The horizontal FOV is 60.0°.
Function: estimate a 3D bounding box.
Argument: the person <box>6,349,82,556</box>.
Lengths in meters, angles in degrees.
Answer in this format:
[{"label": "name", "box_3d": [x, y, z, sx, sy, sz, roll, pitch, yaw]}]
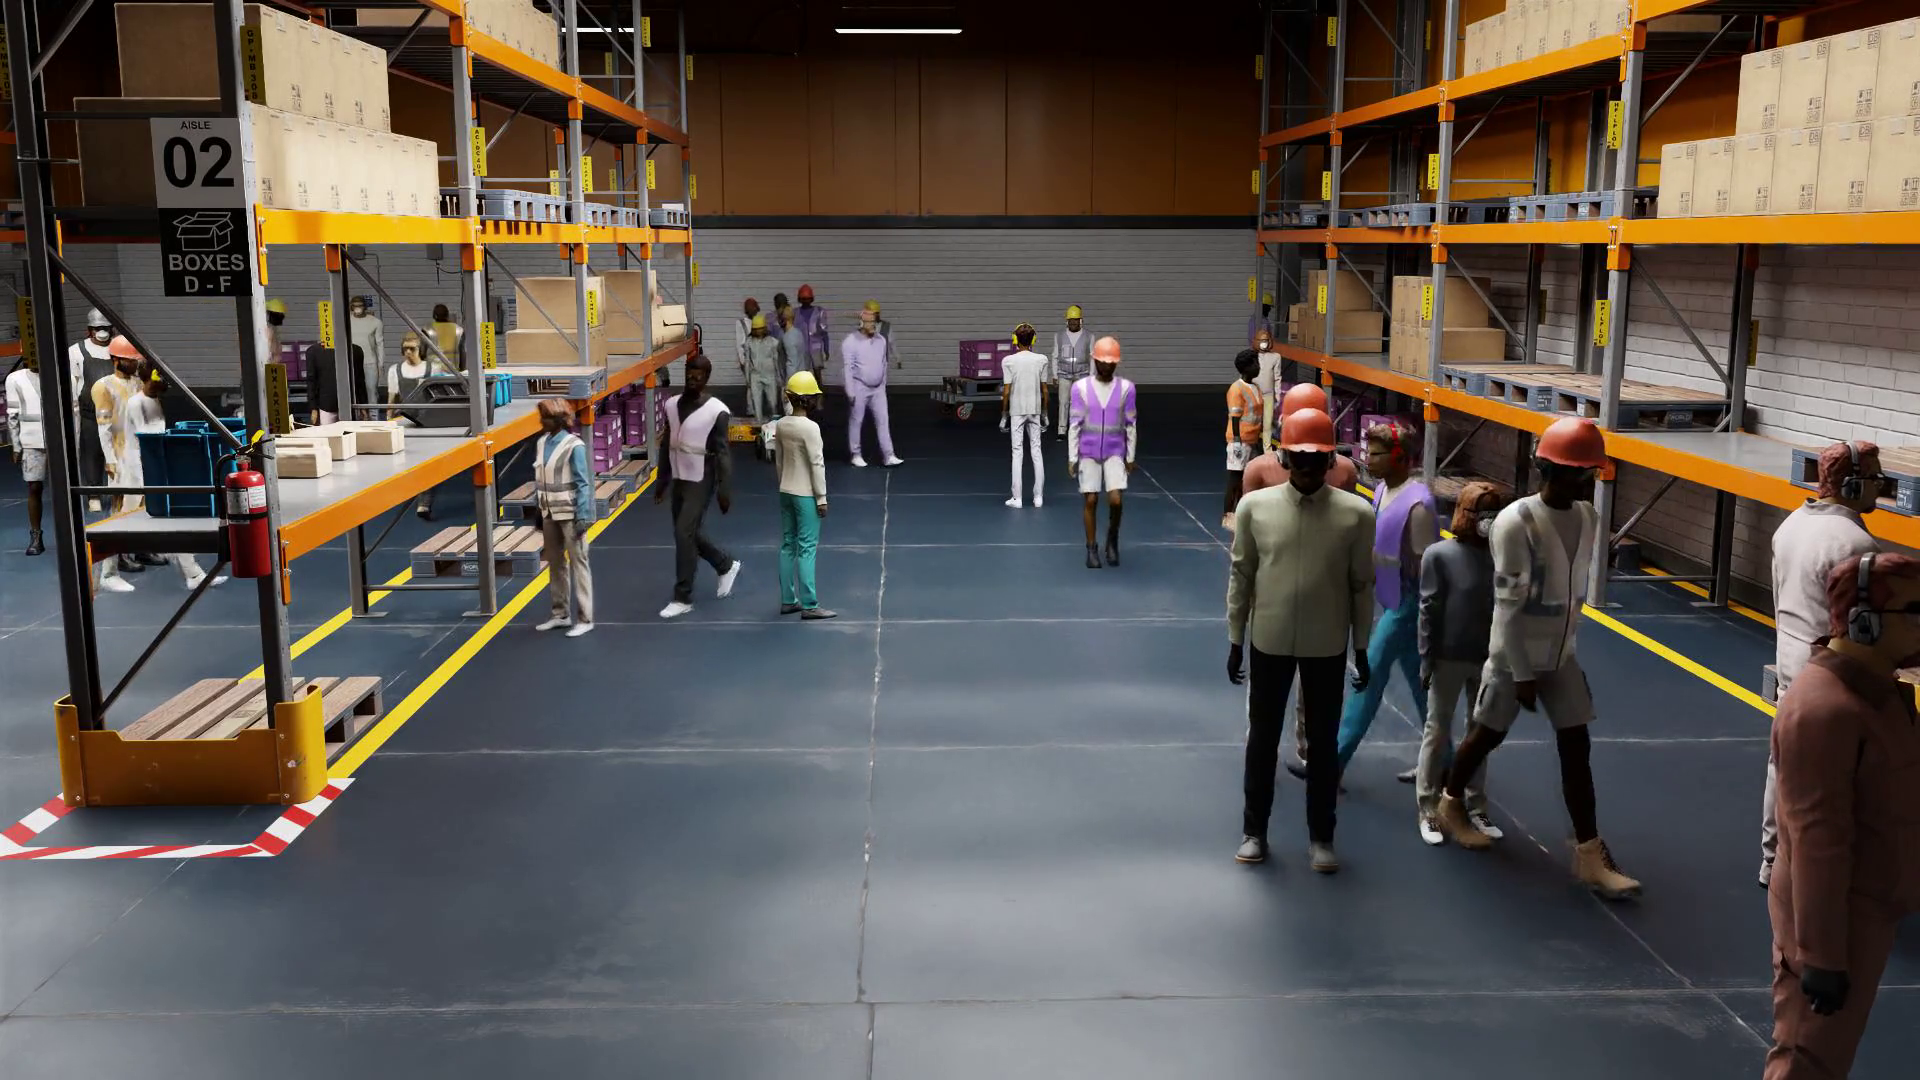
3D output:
[{"label": "person", "box_3d": [-7.845, -0.835, 14.283, 0.547, 1.937, 0.379, -4, 11, -23]}]

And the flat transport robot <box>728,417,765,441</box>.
[{"label": "flat transport robot", "box_3d": [-2.957, -1.534, 22.821, 0.652, 0.197, 1.431, 0, 10, -3]}]

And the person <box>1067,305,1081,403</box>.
[{"label": "person", "box_3d": [1.884, -3.099, 27.772, 0.275, 1.629, 0.504, 2, 10, 10]}]

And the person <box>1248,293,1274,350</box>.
[{"label": "person", "box_3d": [4.490, -2.717, 24.828, 0.378, 1.918, 0.585, -3, 10, -14]}]

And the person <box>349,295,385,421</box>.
[{"label": "person", "box_3d": [-8.430, -2.481, 23.452, 0.635, 1.937, 0.352, -3, 11, -17]}]

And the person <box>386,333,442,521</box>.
[{"label": "person", "box_3d": [-5.265, -1.085, 16.060, 0.544, 1.798, 0.942, -1, 10, -5]}]

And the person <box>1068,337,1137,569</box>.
[{"label": "person", "box_3d": [1.165, -0.705, 13.615, 0.560, 1.915, 0.453, 0, 10, 2]}]

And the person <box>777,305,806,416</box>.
[{"label": "person", "box_3d": [-2.008, -1.820, 19.778, 0.375, 1.936, 0.628, 0, 10, 1]}]

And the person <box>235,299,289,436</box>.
[{"label": "person", "box_3d": [-9.618, -2.368, 22.964, 0.757, 1.894, 0.615, -4, 11, -21]}]

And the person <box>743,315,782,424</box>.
[{"label": "person", "box_3d": [-2.677, -2.213, 22.616, 0.511, 1.705, 0.662, -1, 10, -3]}]

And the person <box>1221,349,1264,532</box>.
[{"label": "person", "box_3d": [2.651, -0.920, 15.470, 0.386, 1.695, 0.569, 6, 12, 31]}]

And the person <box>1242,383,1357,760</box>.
[{"label": "person", "box_3d": [1.689, 0.211, 8.300, 0.623, 1.992, 0.396, -2, 10, -11]}]

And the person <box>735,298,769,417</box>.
[{"label": "person", "box_3d": [-3.074, -2.673, 24.780, 0.509, 1.861, 0.583, 10, 14, 43]}]

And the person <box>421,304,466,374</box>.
[{"label": "person", "box_3d": [-7.388, -2.448, 23.673, 0.622, 1.790, 0.960, -8, 13, -37]}]

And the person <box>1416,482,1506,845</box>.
[{"label": "person", "box_3d": [2.278, 0.546, 7.434, 0.499, 1.634, 0.279, -2, 10, -11]}]

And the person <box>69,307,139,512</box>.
[{"label": "person", "box_3d": [-8.518, -1.309, 16.640, 0.683, 2.000, 0.537, -8, 13, -39]}]

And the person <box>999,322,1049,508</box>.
[{"label": "person", "box_3d": [0.651, -1.259, 16.831, 0.519, 1.874, 0.326, -2, 10, -14]}]

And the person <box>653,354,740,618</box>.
[{"label": "person", "box_3d": [-1.931, -0.420, 12.152, 0.598, 1.875, 0.845, 9, 13, 40]}]

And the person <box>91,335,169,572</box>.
[{"label": "person", "box_3d": [-6.778, -0.710, 13.604, 0.362, 1.934, 0.543, 2, 10, 14]}]

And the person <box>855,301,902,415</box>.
[{"label": "person", "box_3d": [-1.235, -2.743, 25.328, 0.715, 1.773, 0.900, -5, 11, -24]}]

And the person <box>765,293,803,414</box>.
[{"label": "person", "box_3d": [-2.803, -2.913, 26.049, 0.629, 1.874, 1.017, -6, 12, -32]}]

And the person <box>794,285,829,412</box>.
[{"label": "person", "box_3d": [-2.393, -3.010, 26.244, 0.638, 1.999, 0.650, 0, 10, -2]}]

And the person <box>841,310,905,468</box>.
[{"label": "person", "box_3d": [-1.031, -1.762, 19.613, 0.677, 1.871, 0.907, -8, 13, -37]}]

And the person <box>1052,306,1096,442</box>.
[{"label": "person", "box_3d": [1.519, -2.215, 22.267, 0.596, 1.832, 0.404, 1, 10, 7]}]

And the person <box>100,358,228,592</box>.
[{"label": "person", "box_3d": [-6.215, -0.493, 12.748, 0.954, 1.808, 0.544, 0, 10, 1]}]

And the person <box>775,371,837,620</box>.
[{"label": "person", "box_3d": [-1.118, -0.318, 11.882, 0.315, 1.770, 0.524, -8, 13, -38]}]

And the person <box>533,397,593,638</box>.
[{"label": "person", "box_3d": [-2.715, -0.160, 11.360, 0.523, 1.639, 0.309, 9, 13, 40]}]

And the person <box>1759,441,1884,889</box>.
[{"label": "person", "box_3d": [3.485, 0.552, 6.649, 0.408, 1.909, 0.642, 0, 10, 1]}]

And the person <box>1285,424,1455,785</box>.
[{"label": "person", "box_3d": [2.045, 0.334, 8.148, 0.962, 1.793, 0.566, 0, 10, 2]}]

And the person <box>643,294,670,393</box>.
[{"label": "person", "box_3d": [-4.542, -2.706, 24.748, 0.489, 1.918, 0.558, -10, 14, -44]}]

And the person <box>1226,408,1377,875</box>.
[{"label": "person", "box_3d": [1.453, 0.434, 7.118, 0.627, 2.001, 0.487, 2, 10, 11]}]

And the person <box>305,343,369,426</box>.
[{"label": "person", "box_3d": [-6.411, -1.381, 17.167, 0.612, 1.995, 0.392, -8, 13, -39]}]

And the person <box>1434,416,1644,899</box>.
[{"label": "person", "box_3d": [2.417, 0.453, 7.009, 0.625, 1.986, 1.060, -5, 12, -28]}]

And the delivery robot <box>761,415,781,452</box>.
[{"label": "delivery robot", "box_3d": [-2.246, -1.289, 20.409, 0.477, 0.478, 0.707, -2, 10, -12]}]

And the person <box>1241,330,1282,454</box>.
[{"label": "person", "box_3d": [3.654, -1.743, 20.216, 0.501, 1.625, 0.280, -1, 10, -3]}]

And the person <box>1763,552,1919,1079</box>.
[{"label": "person", "box_3d": [2.295, 0.973, 4.292, 0.410, 1.913, 0.642, 7, 12, 35]}]
